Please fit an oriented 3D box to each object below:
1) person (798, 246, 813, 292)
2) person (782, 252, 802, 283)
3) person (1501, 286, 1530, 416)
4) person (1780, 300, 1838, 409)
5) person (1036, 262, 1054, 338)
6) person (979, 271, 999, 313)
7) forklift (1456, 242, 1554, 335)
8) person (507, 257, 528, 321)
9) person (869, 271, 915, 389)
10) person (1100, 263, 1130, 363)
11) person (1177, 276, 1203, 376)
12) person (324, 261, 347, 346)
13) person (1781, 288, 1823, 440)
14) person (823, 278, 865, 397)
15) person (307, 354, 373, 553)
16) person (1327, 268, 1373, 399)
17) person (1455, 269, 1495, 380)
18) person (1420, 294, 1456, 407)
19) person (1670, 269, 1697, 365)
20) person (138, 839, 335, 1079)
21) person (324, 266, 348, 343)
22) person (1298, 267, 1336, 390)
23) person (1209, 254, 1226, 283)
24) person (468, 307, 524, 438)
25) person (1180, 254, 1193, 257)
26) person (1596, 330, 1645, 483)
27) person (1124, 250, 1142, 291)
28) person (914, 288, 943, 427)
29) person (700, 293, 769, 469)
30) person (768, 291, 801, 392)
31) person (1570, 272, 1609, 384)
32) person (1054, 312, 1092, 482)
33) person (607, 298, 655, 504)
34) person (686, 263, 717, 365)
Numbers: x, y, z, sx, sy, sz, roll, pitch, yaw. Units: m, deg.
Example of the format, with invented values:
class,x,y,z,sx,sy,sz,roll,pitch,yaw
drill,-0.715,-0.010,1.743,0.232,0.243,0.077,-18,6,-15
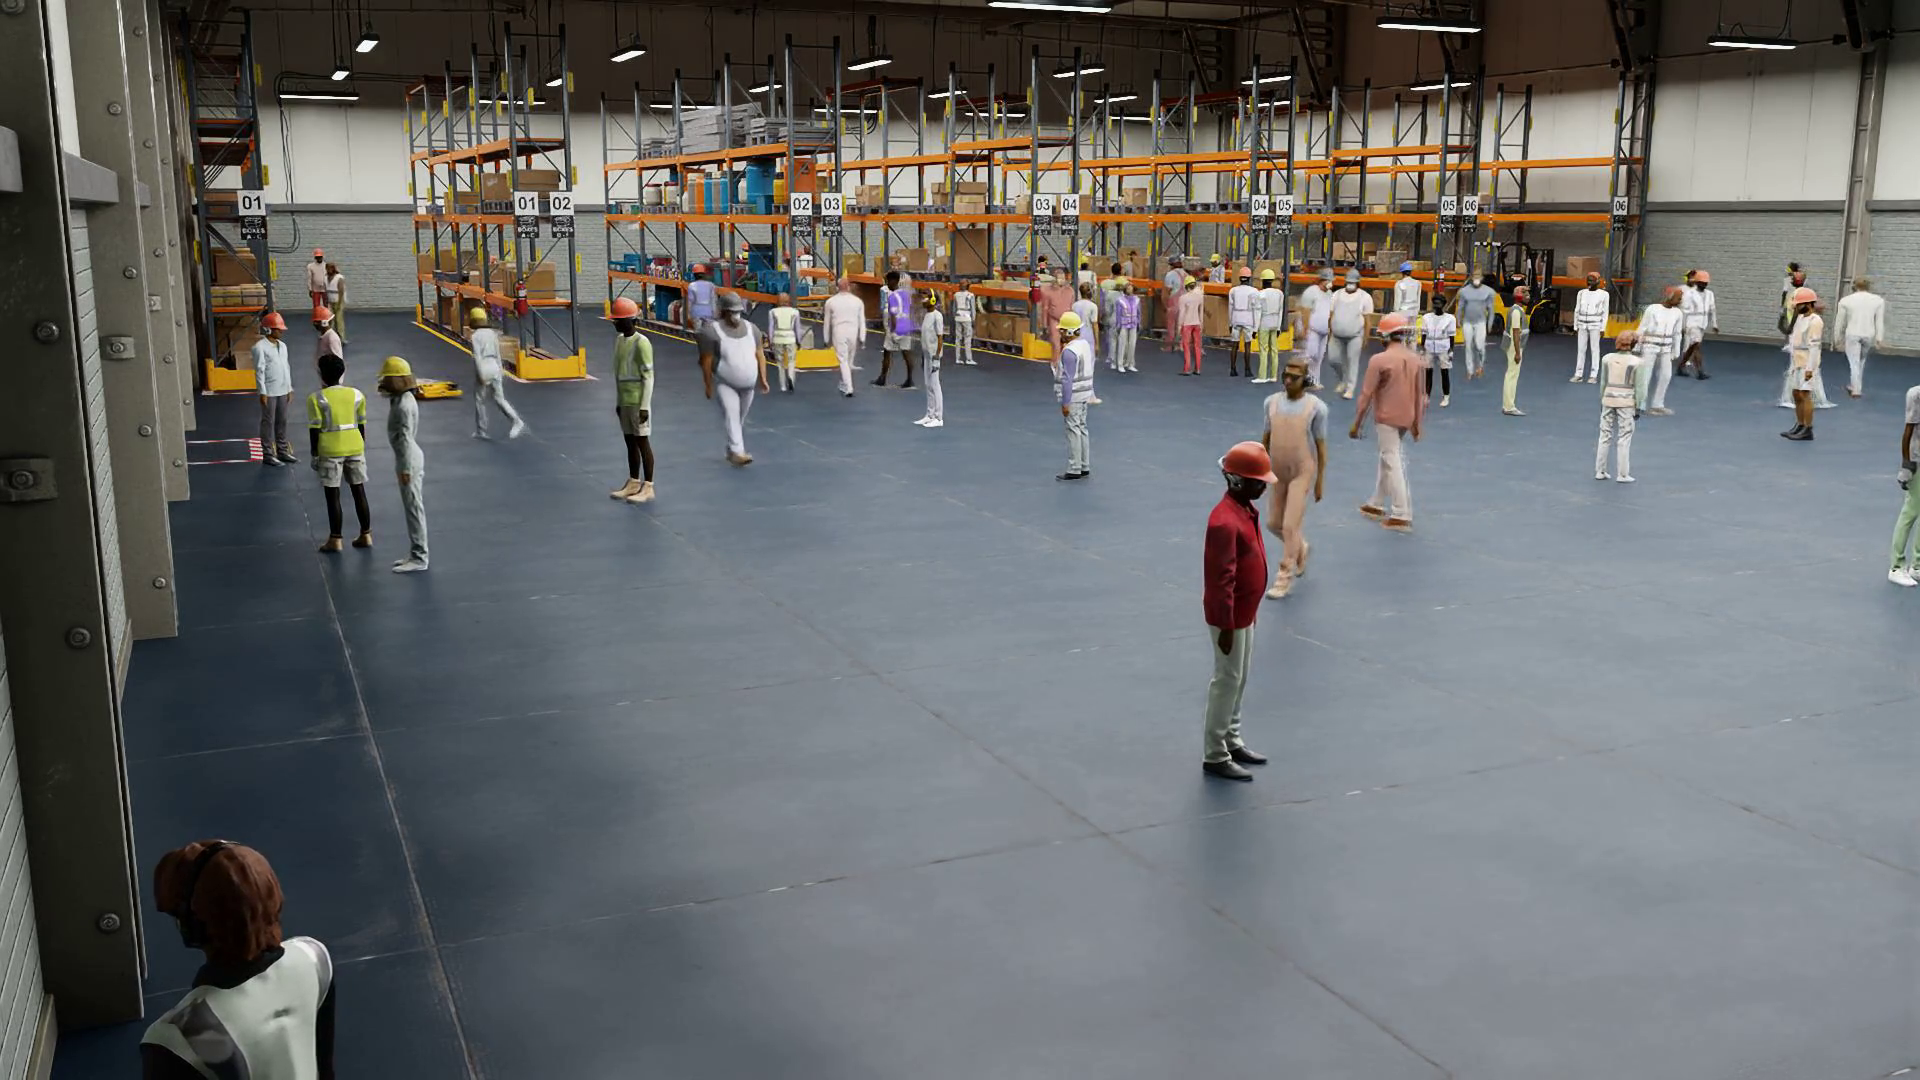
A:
class,x,y,z,sx,sy,sz,roll,pitch,yaw
person,-4.634,-7.981,50.484,0.573,1.887,0.355,7,13,32
person,-4.187,-6.104,40.845,0.605,1.941,1.053,-2,11,-10
person,7.926,-2.702,23.760,0.390,1.846,0.563,3,11,14
person,12.543,-2.712,24.434,0.824,1.593,0.518,5,12,22
person,1.902,-5.544,38.447,0.564,1.747,0.339,-3,12,-16
person,0.763,-6.398,42.968,0.565,1.674,0.500,-4,12,-20
forklift,13.047,-6.049,39.881,2.313,2.155,1.214,-5,12,-23
person,-12.031,-6.746,44.635,0.792,1.724,0.543,2,11,12
person,-1.104,-3.437,27.285,0.903,1.918,0.614,6,13,28
person,2.994,-4.374,32.072,0.597,1.916,0.372,3,12,15
person,4.081,-3.803,29.565,0.532,1.765,0.328,-6,13,-28
person,-13.555,-5.113,36.046,0.588,1.831,0.479,6,13,28
person,10.736,-2.235,21.194,0.390,1.922,0.554,1,11,7
person,-1.828,-3.203,26.326,0.655,1.857,1.044,-4,12,-20
person,-5.299,-0.742,14.203,0.322,1.691,0.533,9,14,38
person,6.042,-3.216,25.876,0.706,2.000,0.536,7,13,30
person,8.854,-3.703,28.680,0.639,1.920,0.577,6,12,27
person,7.109,-2.816,24.757,0.538,1.689,0.329,8,14,36
person,13.798,-4.267,31.792,0.526,1.832,0.704,-1,11,-5
person,-1.452,1.402,3.427,0.307,1.639,0.525,3,11,14
person,-13.819,-5.220,36.818,0.294,1.744,0.487,4,12,21
person,5.828,-3.453,27.078,0.701,2.000,0.551,-8,14,-37
person,6.649,-6.505,43.167,0.403,1.822,0.596,-5,12,-24
person,-5.941,-2.115,21.197,0.809,1.693,0.498,7,13,33
person,7.217,-8.372,52.603,0.621,1.838,0.429,-6,13,-27
person,7.082,-1.429,17.845,0.310,1.631,0.505,-8,14,-36
person,4.779,-7.108,46.132,0.519,1.858,0.612,0,11,-1
person,-0.406,-2.465,22.492,0.328,1.872,0.513,-5,12,-24
person,-2.542,-1.851,18.940,0.694,2.000,1.059,-7,13,-32
person,-2.819,-3.172,26.697,0.531,1.621,0.473,-1,11,-7
person,10.680,-3.597,28.215,0.575,1.882,0.355,11,15,44
person,1.211,-1.543,17.933,0.404,1.826,0.592,5,12,22
person,-3.273,-1.381,16.553,0.394,2.040,0.609,-8,14,-37
person,-4.916,-4.268,31.518,0.584,1.921,0.407,-6,13,-27
